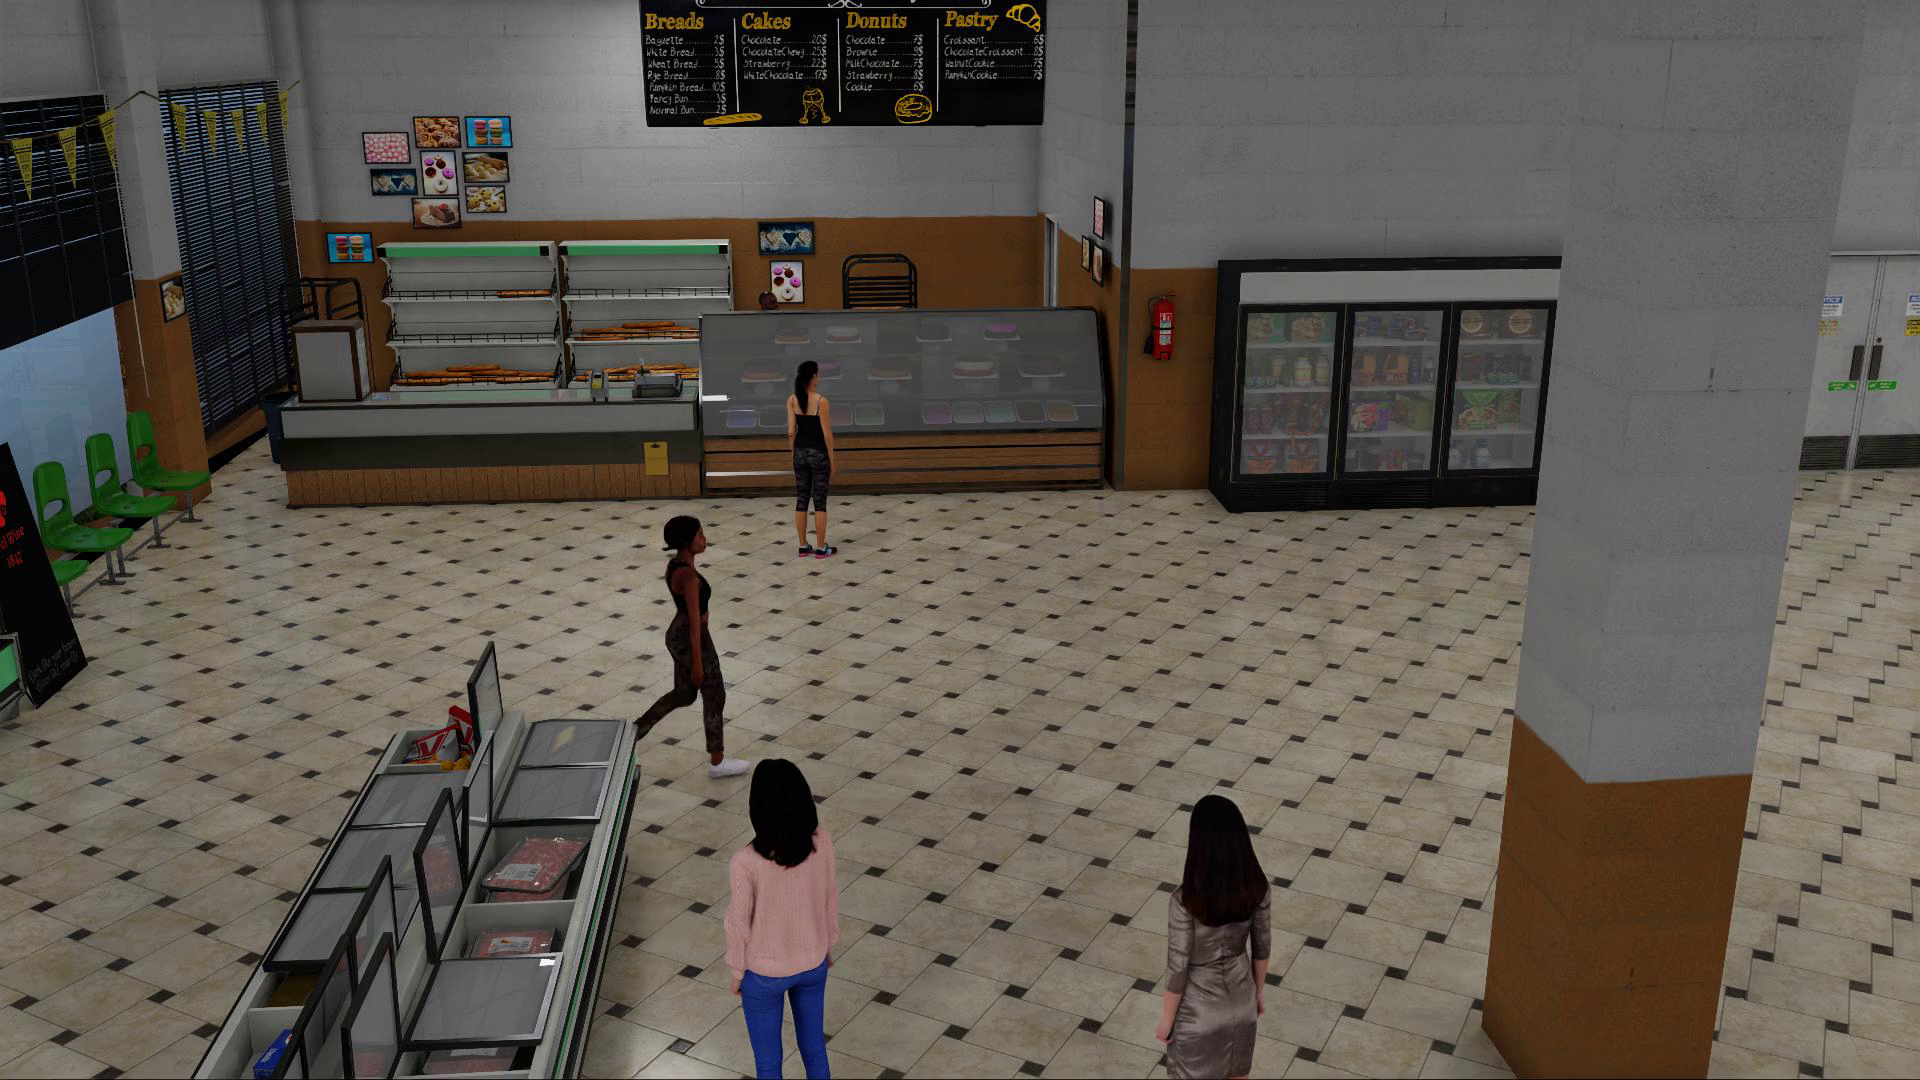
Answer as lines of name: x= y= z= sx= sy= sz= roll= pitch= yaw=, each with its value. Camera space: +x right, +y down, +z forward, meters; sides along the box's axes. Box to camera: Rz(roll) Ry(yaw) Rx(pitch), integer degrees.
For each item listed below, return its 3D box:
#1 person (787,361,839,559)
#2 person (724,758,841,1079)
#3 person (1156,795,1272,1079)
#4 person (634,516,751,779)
person: x=-1.296 y=-0.698 z=14.429 sx=0.660 sy=1.726 sz=0.679 roll=7 pitch=18 yaw=22
person: x=-0.685 y=1.680 z=6.522 sx=0.719 sy=1.770 sz=0.700 roll=-10 pitch=19 yaw=-29
person: x=0.950 y=1.777 z=6.247 sx=0.660 sy=1.743 sz=0.617 roll=-7 pitch=18 yaw=-22
person: x=-1.699 y=0.679 z=9.972 sx=0.829 sy=1.680 sz=1.052 roll=-6 pitch=18 yaw=-20
